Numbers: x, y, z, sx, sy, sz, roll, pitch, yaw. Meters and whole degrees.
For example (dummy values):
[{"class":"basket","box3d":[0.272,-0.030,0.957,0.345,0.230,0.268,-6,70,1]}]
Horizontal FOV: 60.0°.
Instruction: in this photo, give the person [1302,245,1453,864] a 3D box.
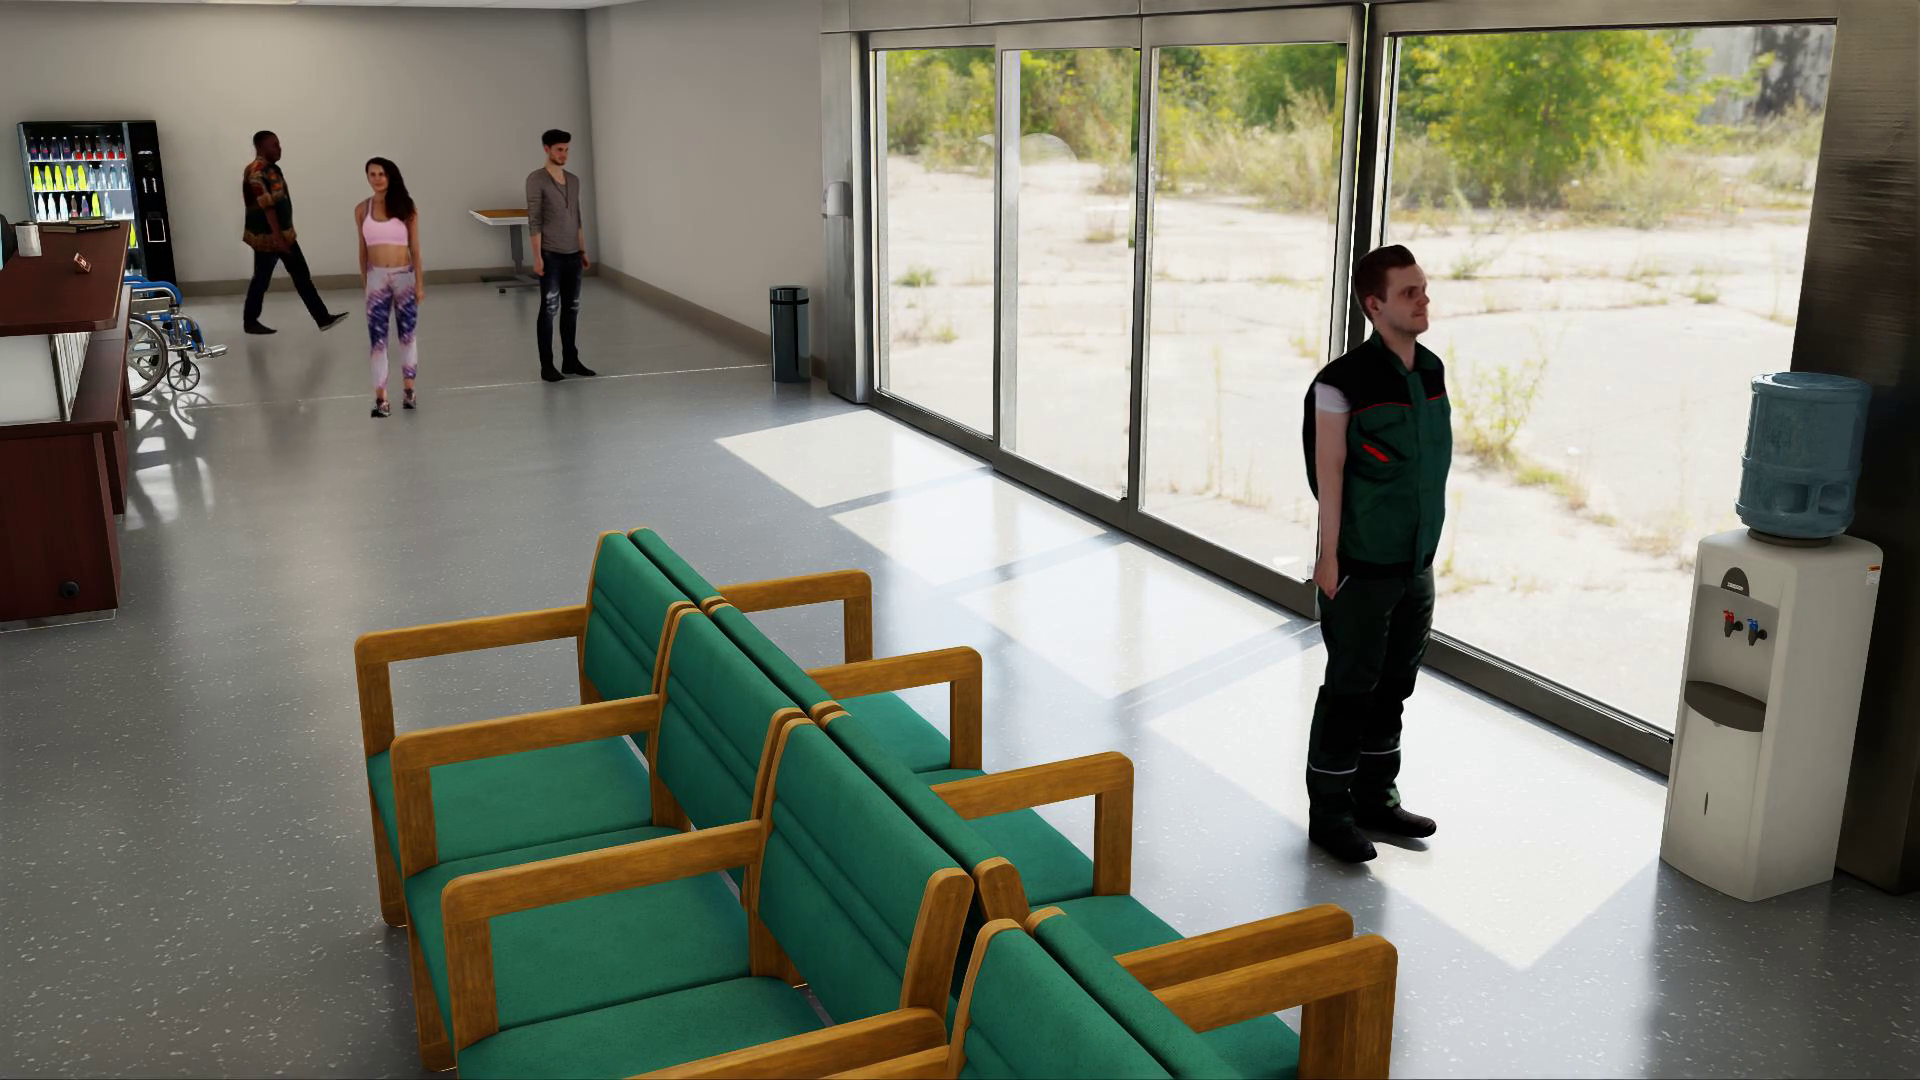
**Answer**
[{"class":"person","box3d":[1.256,0.041,4.980,0.606,1.844,0.752,-12,20,-36]}]

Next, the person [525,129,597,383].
[{"class":"person","box3d":[-3.110,-2.199,12.830,0.841,1.899,0.721,10,19,32]}]

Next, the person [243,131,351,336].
[{"class":"person","box3d":[-6.117,-2.638,14.574,1.272,1.756,1.070,1,16,5]}]

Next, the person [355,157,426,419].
[{"class":"person","box3d":[-3.907,-1.740,11.500,0.982,1.737,0.791,-4,16,-13]}]
